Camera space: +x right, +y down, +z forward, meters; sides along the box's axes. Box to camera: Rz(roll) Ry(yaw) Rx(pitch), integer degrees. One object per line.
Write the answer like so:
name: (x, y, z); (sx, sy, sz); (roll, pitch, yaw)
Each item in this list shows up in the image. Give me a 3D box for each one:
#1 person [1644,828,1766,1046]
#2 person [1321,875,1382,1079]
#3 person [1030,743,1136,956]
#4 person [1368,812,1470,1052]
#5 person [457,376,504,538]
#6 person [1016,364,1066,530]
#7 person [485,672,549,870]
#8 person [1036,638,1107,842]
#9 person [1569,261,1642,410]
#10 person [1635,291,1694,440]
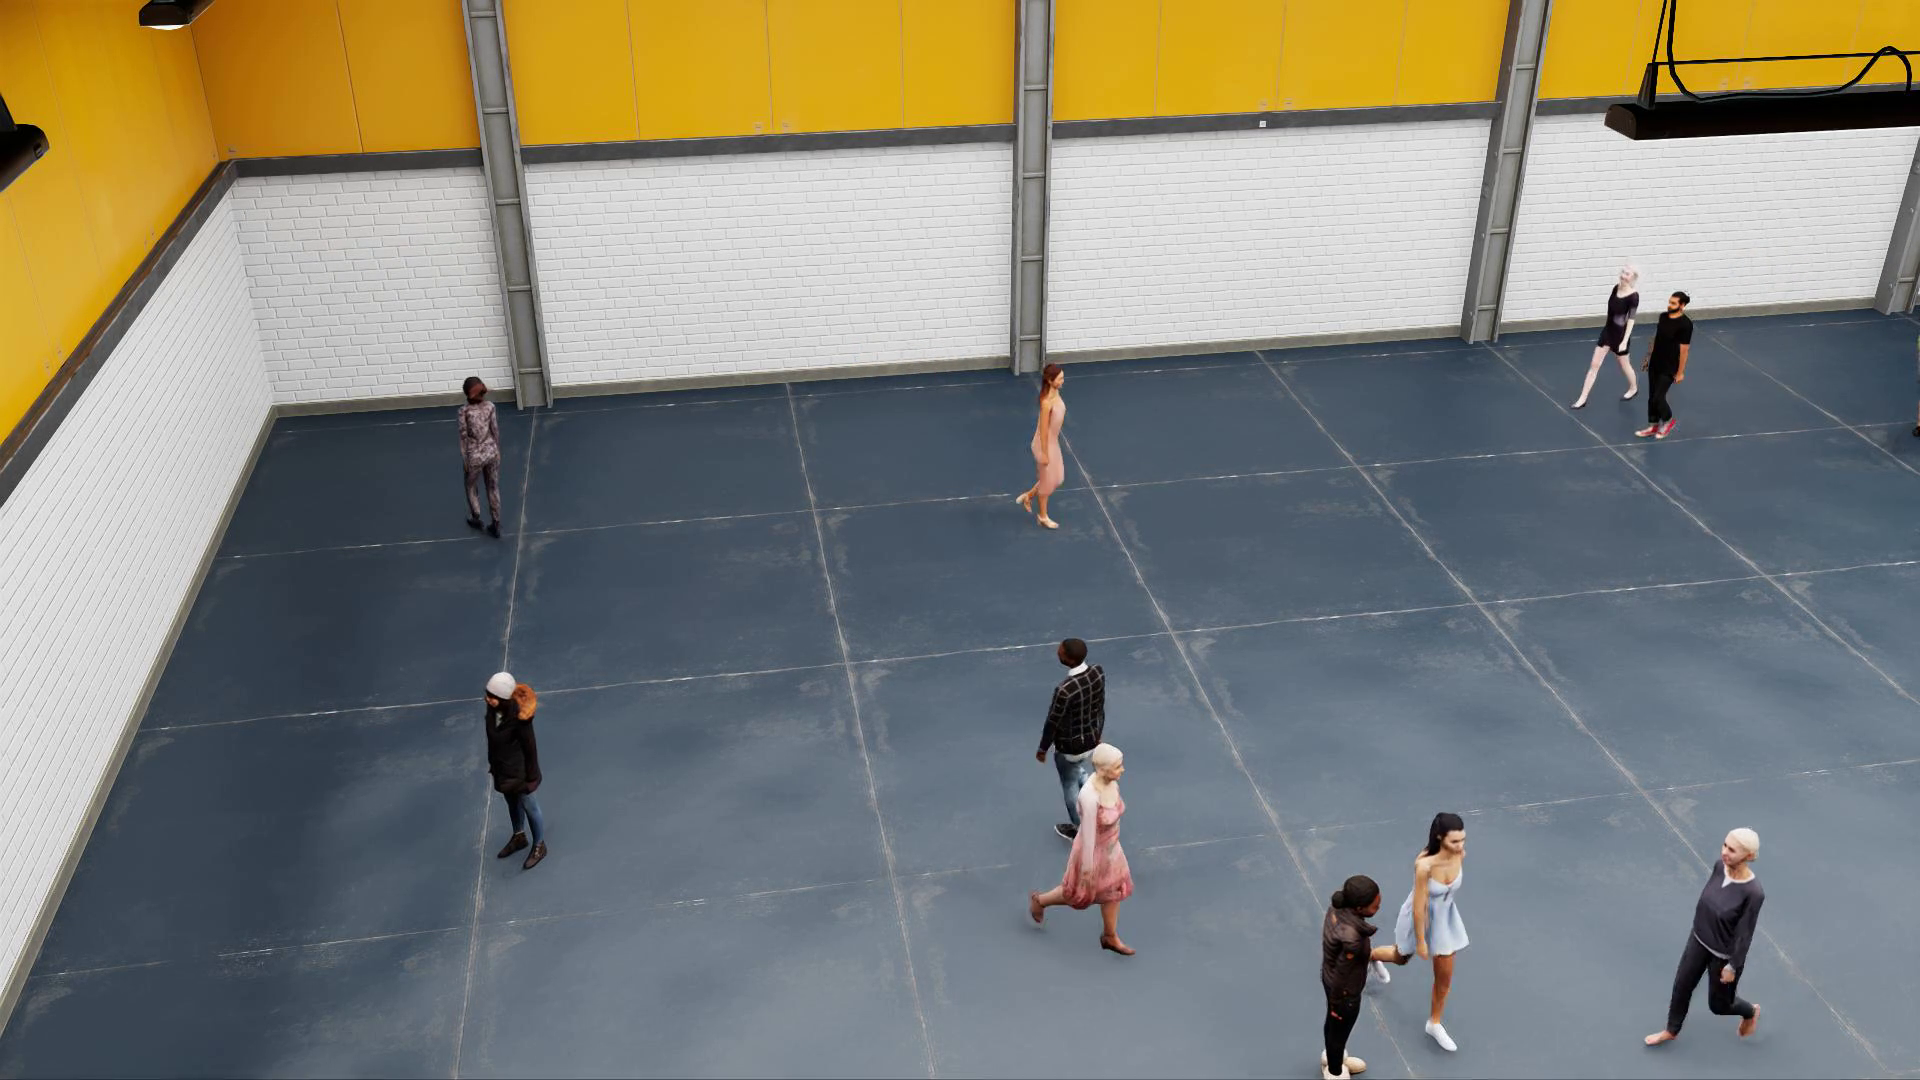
person: (4.831, 2.526, 10.440); (0.973, 1.708, 0.709); (-9, 30, -16)
person: (2.320, 2.713, 10.147); (0.621, 1.661, 0.687); (-5, 29, -8)
person: (0.837, 2.085, 11.293); (1.106, 1.666, 0.971); (14, 32, 24)
person: (2.933, 2.408, 10.670); (1.098, 1.695, 0.853); (-14, 32, -24)
person: (-4.722, -0.799, 16.539); (0.784, 1.706, 0.830); (-22, 36, -35)
person: (0.776, -0.941, 16.683); (0.845, 1.816, 0.762); (7, 29, 13)
person: (-3.246, 1.645, 12.131); (0.740, 1.636, 0.803); (18, 33, 29)
person: (0.918, 1.530, 12.172); (0.843, 1.799, 0.910); (-24, 37, -37)
person: (7.695, -2.346, 19.294); (1.235, 1.783, 0.780); (-11, 30, -19)
person: (7.967, -1.967, 18.635); (0.674, 1.749, 0.666); (-8, 30, -14)
